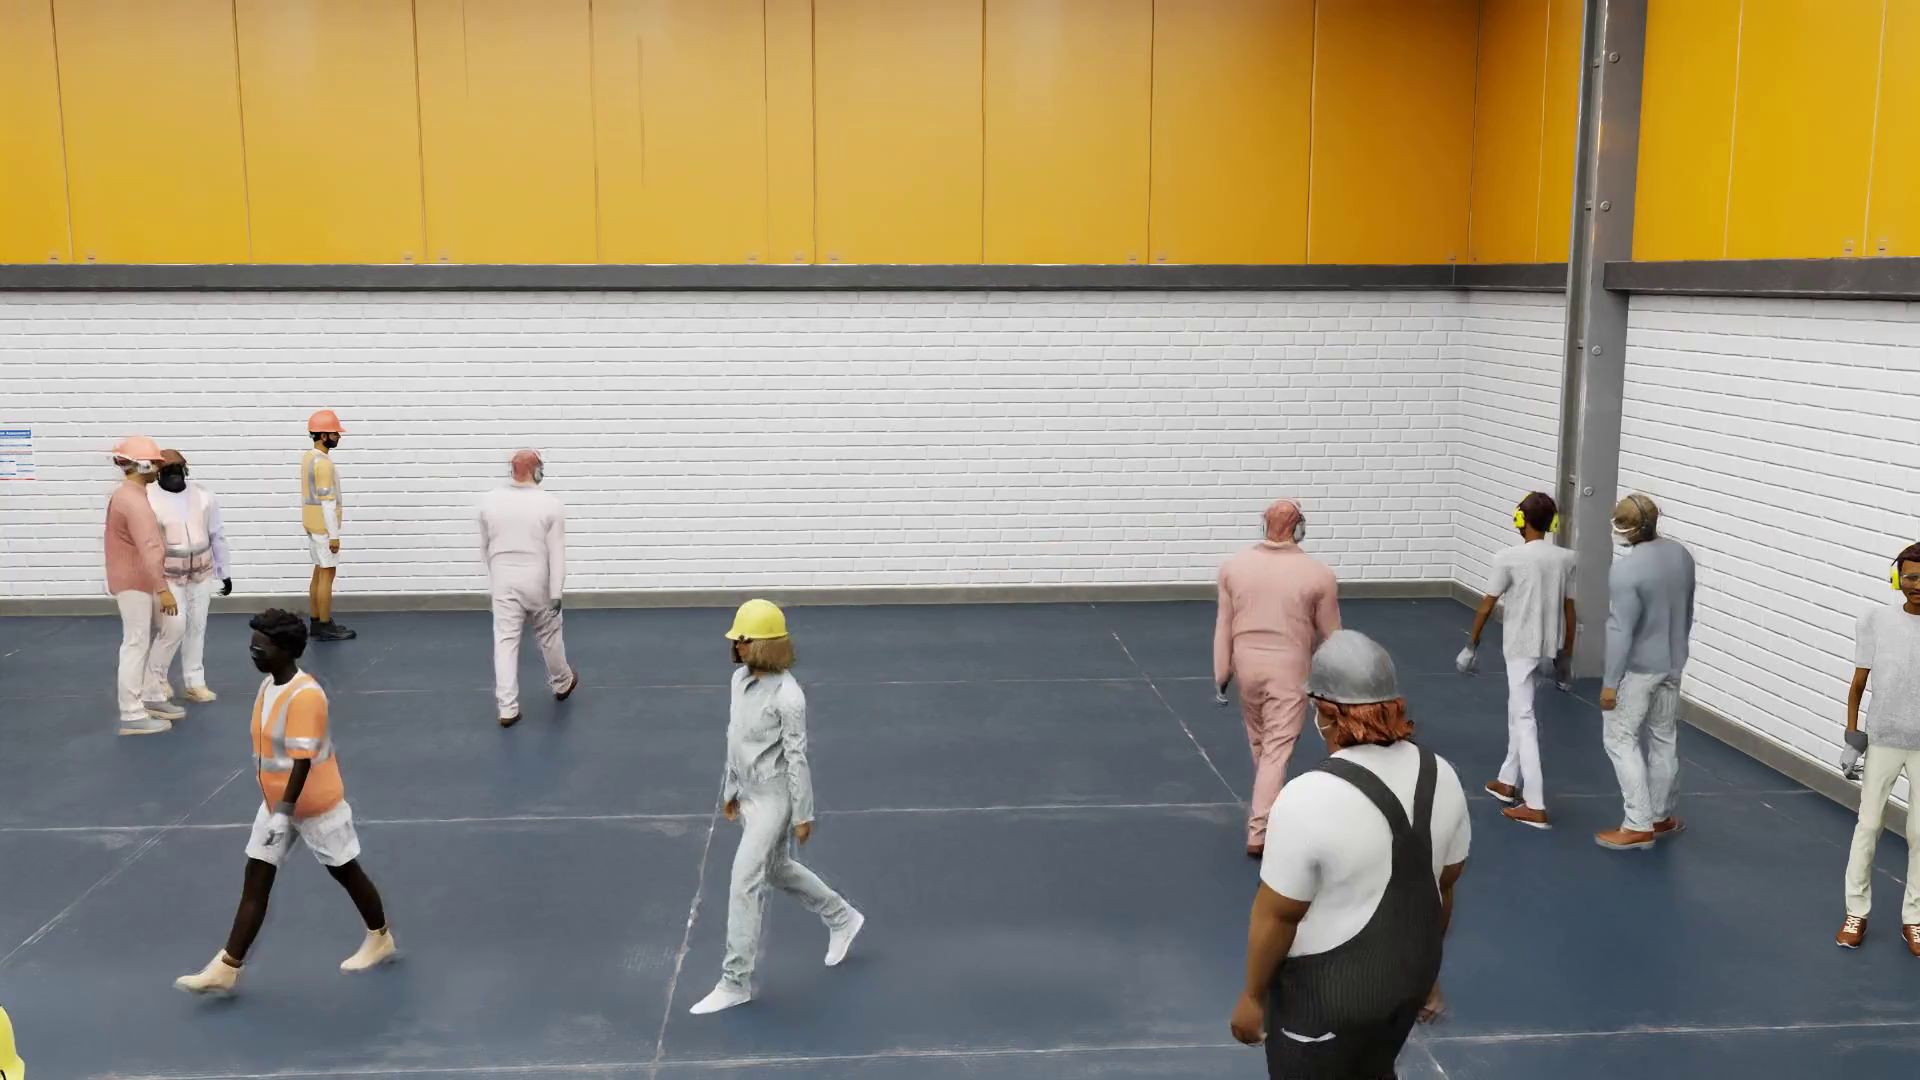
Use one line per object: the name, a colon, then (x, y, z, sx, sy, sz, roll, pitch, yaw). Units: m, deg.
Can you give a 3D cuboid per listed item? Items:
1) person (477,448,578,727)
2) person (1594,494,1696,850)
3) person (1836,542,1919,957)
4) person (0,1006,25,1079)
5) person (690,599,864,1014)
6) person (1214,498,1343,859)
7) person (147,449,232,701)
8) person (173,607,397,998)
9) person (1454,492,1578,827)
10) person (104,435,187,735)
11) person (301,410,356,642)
person: (-2.975, 0.293, 11.494, 0.641, 1.846, 1.022, 1, 9, 4)
person: (3.679, 0.697, 8.831, 0.759, 1.902, 0.354, -5, 10, -27)
person: (4.229, 0.927, 7.432, 0.514, 1.872, 0.328, 4, 10, 24)
person: (-1.731, 1.657, 2.962, 0.404, 1.830, 0.603, 6, 11, 32)
person: (-0.763, 1.075, 7.010, 0.837, 1.719, 0.487, -6, 11, -32)
person: (1.722, 0.702, 8.901, 0.664, 1.848, 0.998, 6, 11, 33)
person: (-5.521, 0.259, 11.784, 0.432, 1.827, 0.631, 7, 11, 38)
person: (-2.838, 1.102, 7.011, 0.543, 1.639, 0.909, 8, 12, 42)
person: (3.119, 0.641, 9.356, 0.554, 1.828, 0.797, -3, 10, -20)
person: (-5.378, 0.301, 11.028, 0.566, 1.971, 0.683, -5, 10, -26)
person: (-5.255, -0.116, 13.818, 0.376, 1.932, 0.544, -6, 11, -33)
